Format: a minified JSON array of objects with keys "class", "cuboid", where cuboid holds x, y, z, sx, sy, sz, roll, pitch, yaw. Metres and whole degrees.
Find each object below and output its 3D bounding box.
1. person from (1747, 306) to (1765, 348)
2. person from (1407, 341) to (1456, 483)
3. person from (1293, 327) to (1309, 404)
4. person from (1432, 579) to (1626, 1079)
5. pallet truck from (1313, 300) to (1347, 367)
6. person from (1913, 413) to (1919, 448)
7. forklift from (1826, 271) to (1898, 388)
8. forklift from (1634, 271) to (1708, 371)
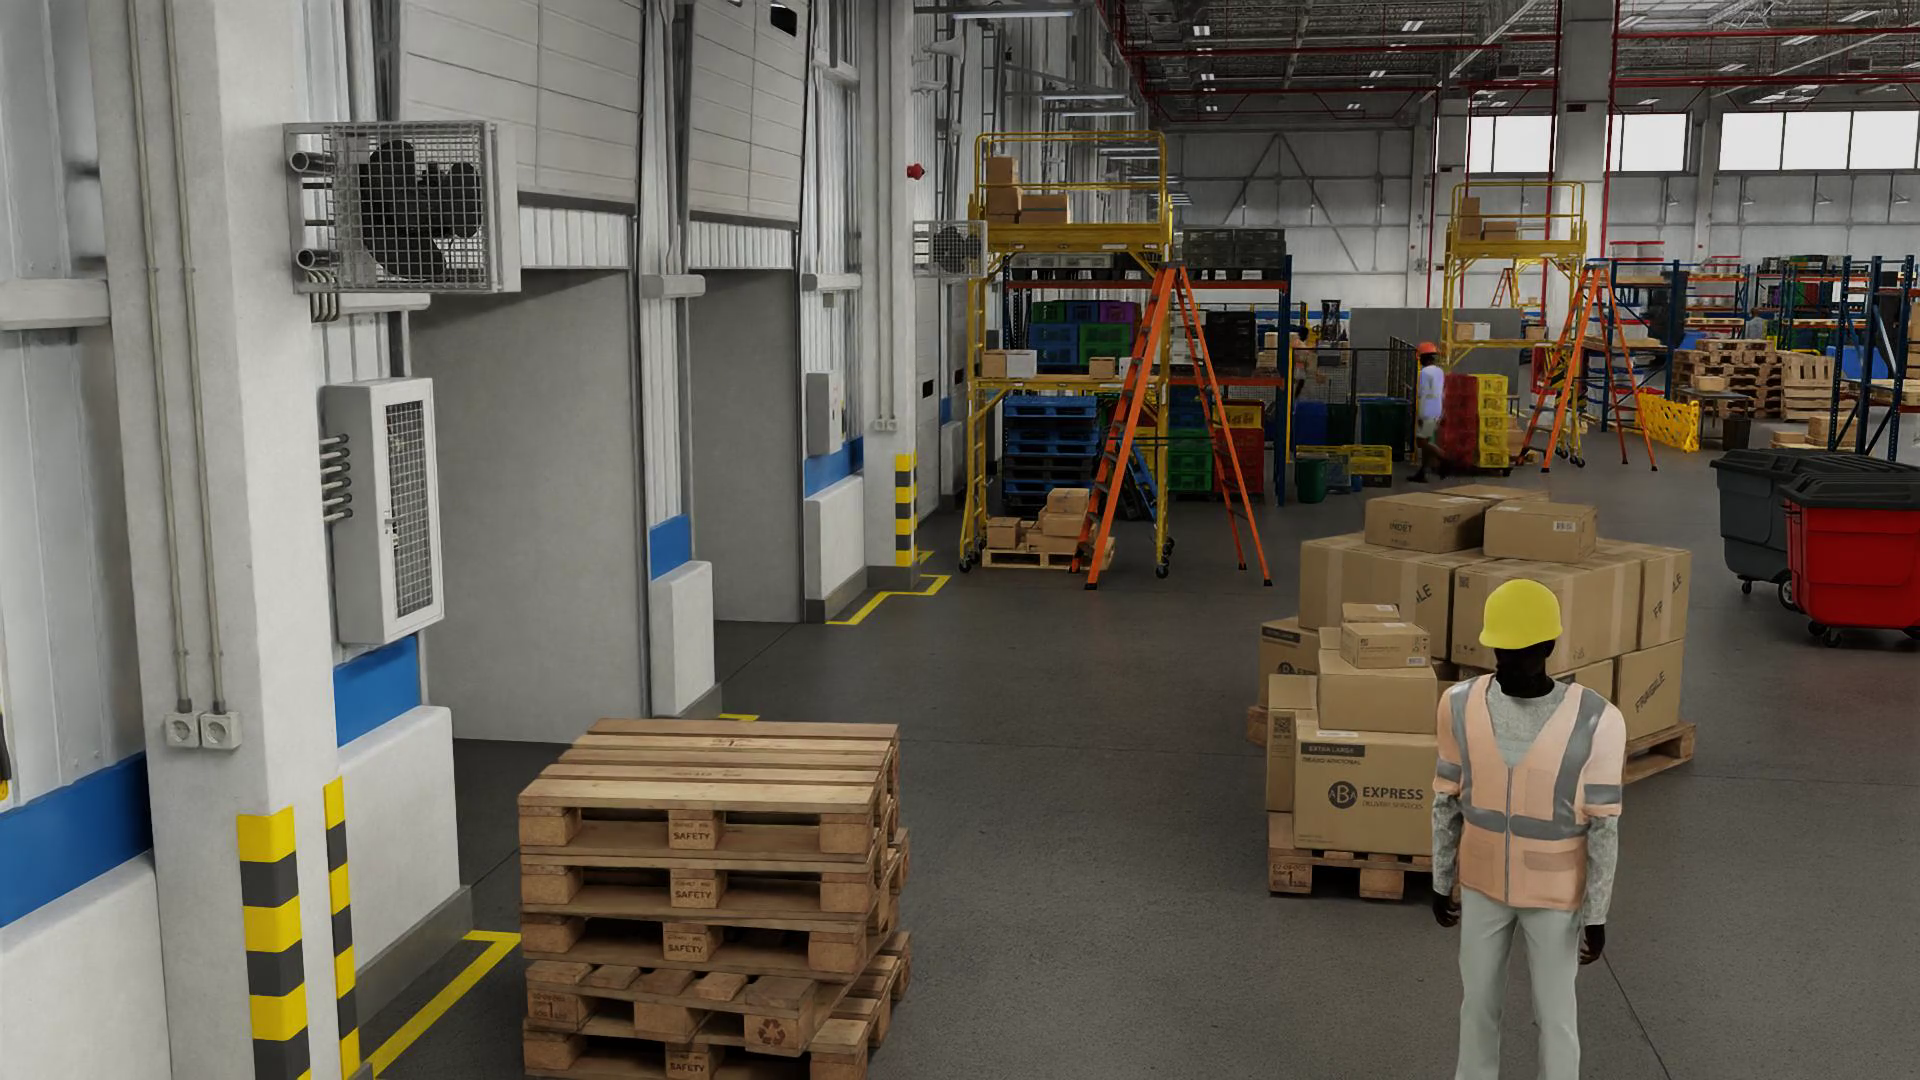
[{"class":"person","cuboid":[20.142,-4.944,42.162,0.634,1.936,0.351,-8,12,-40]},{"class":"person","cuboid":[6.339,-1.698,22.251,0.655,1.901,0.563,9,13,44]},{"class":"person","cuboid":[7.041,-3.616,34.811,0.391,1.668,0.598,5,11,30]},{"class":"person","cuboid":[1.732,1.064,5.169,0.584,1.920,0.394,7,12,37]},{"class":"pallet truck","cuboid":[11.159,-6.200,49.718,0.823,1.965,1.885,4,10,26]},{"class":"person","cuboid":[15.610,-2.336,26.712,0.340,1.738,0.486,9,13,43]},{"class":"forklift","cuboid":[21.069,-4.771,38.191,1.873,2.768,1.129,1,9,9]},{"class":"forklift","cuboid":[20.121,-6.210,47.065,1.873,2.768,1.129,-3,10,-17]}]
